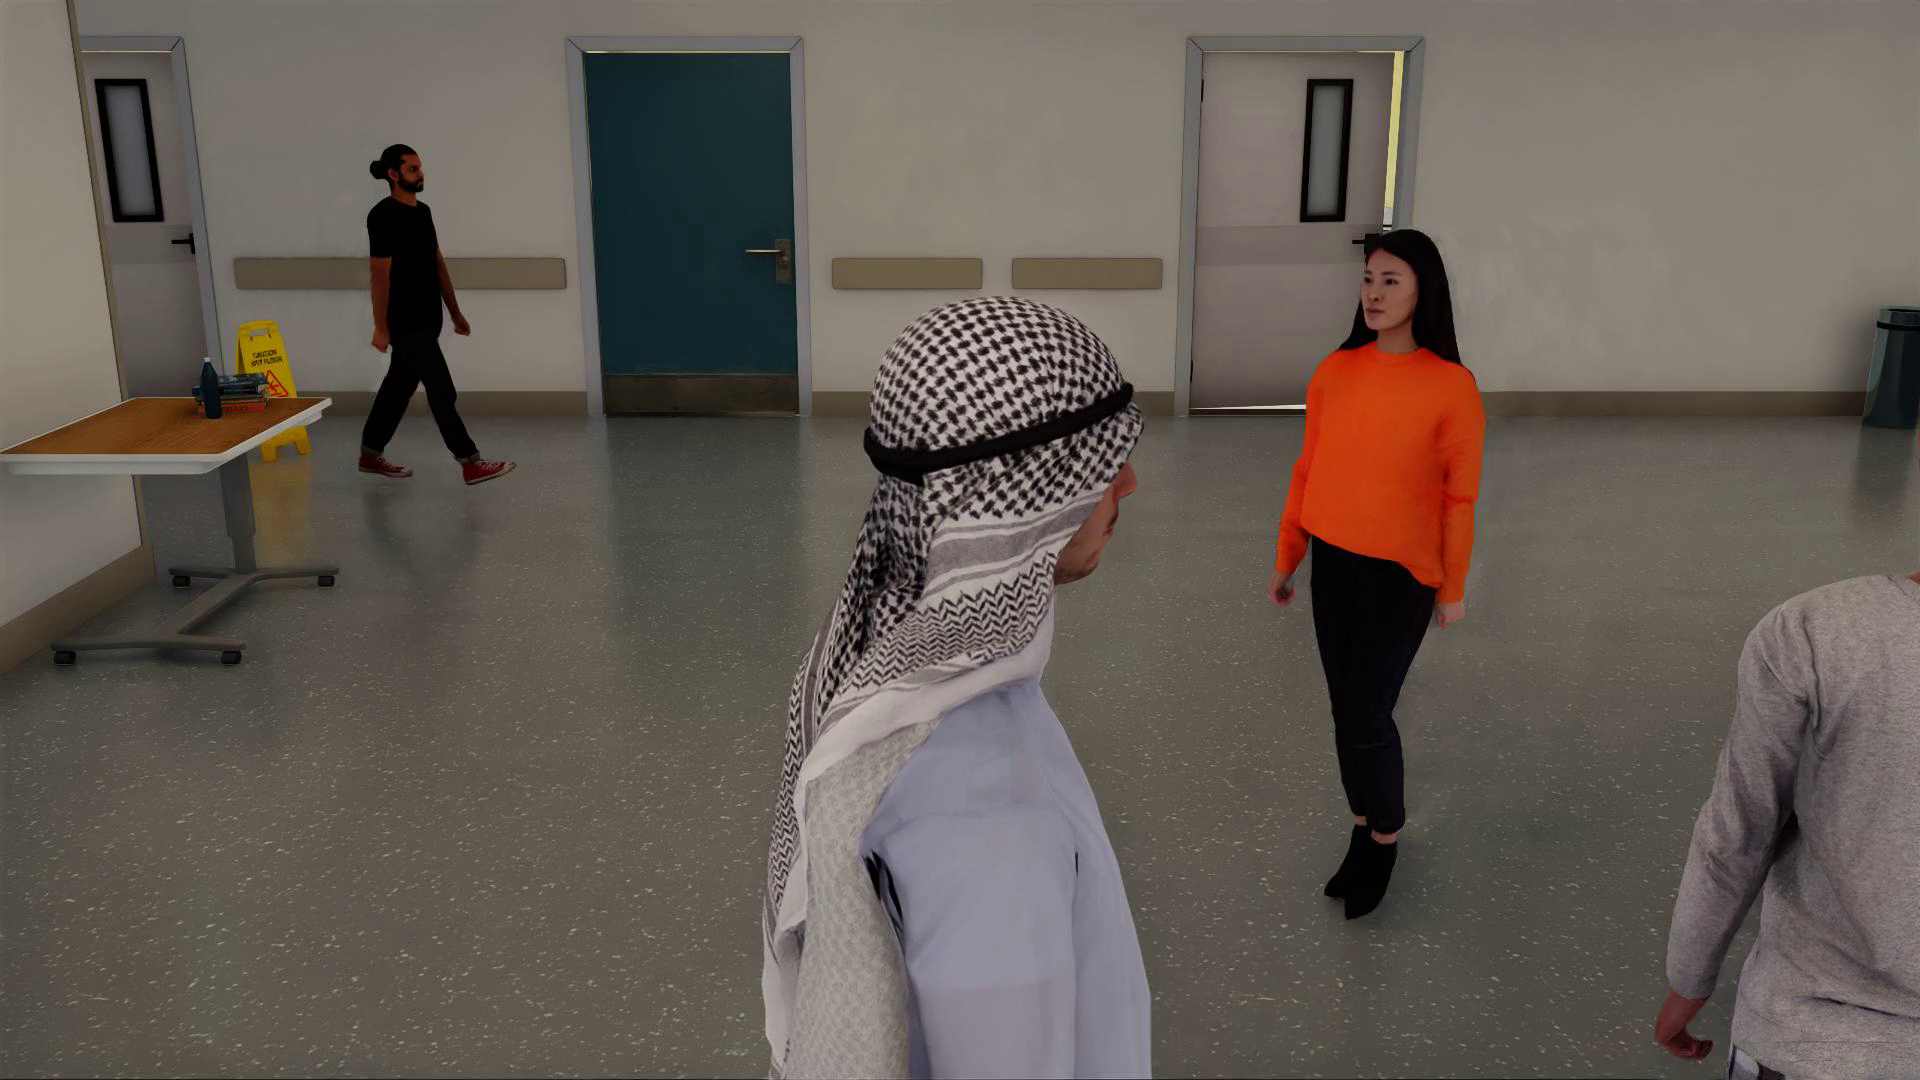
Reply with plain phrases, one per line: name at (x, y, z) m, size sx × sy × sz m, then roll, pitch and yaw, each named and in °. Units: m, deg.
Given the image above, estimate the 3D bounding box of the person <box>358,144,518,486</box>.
person at (-2.877, -1.106, 8.514) m, size 1.146 × 1.715 × 0.681 m, roll 1°, pitch 16°, yaw 4°

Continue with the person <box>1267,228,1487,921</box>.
person at (1.099, 0.090, 4.231) m, size 0.784 × 1.736 × 0.737 m, roll -13°, pitch 20°, yaw -38°

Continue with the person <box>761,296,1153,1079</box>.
person at (0.013, 0.731, 1.597) m, size 0.714 × 1.931 × 0.742 m, roll -4°, pitch 16°, yaw -12°
